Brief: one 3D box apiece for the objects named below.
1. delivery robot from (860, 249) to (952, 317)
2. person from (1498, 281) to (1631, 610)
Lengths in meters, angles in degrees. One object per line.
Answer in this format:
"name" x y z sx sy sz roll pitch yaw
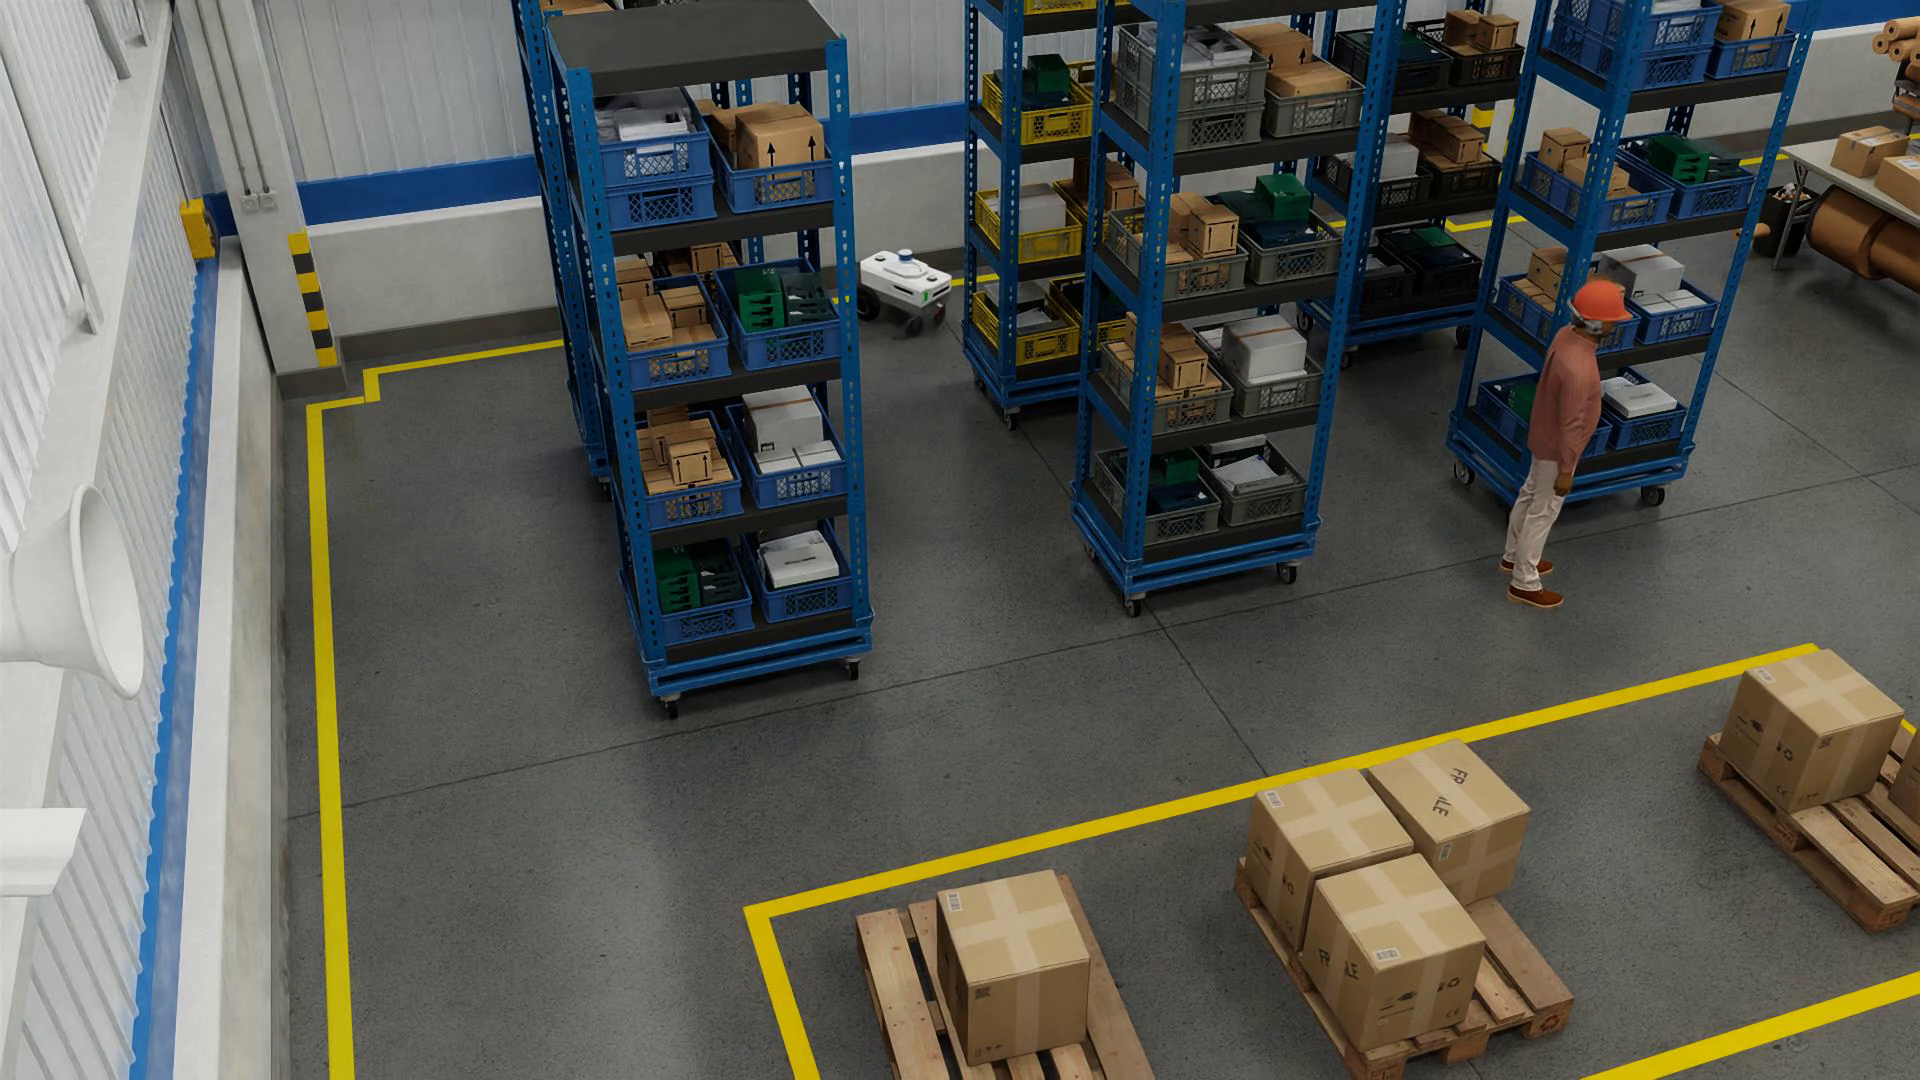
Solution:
"delivery robot" -0.404 -1.939 12.458 0.707 0.478 0.477 26 43 32
"person" 3.366 -0.537 9.311 0.388 1.991 0.620 5 36 7
